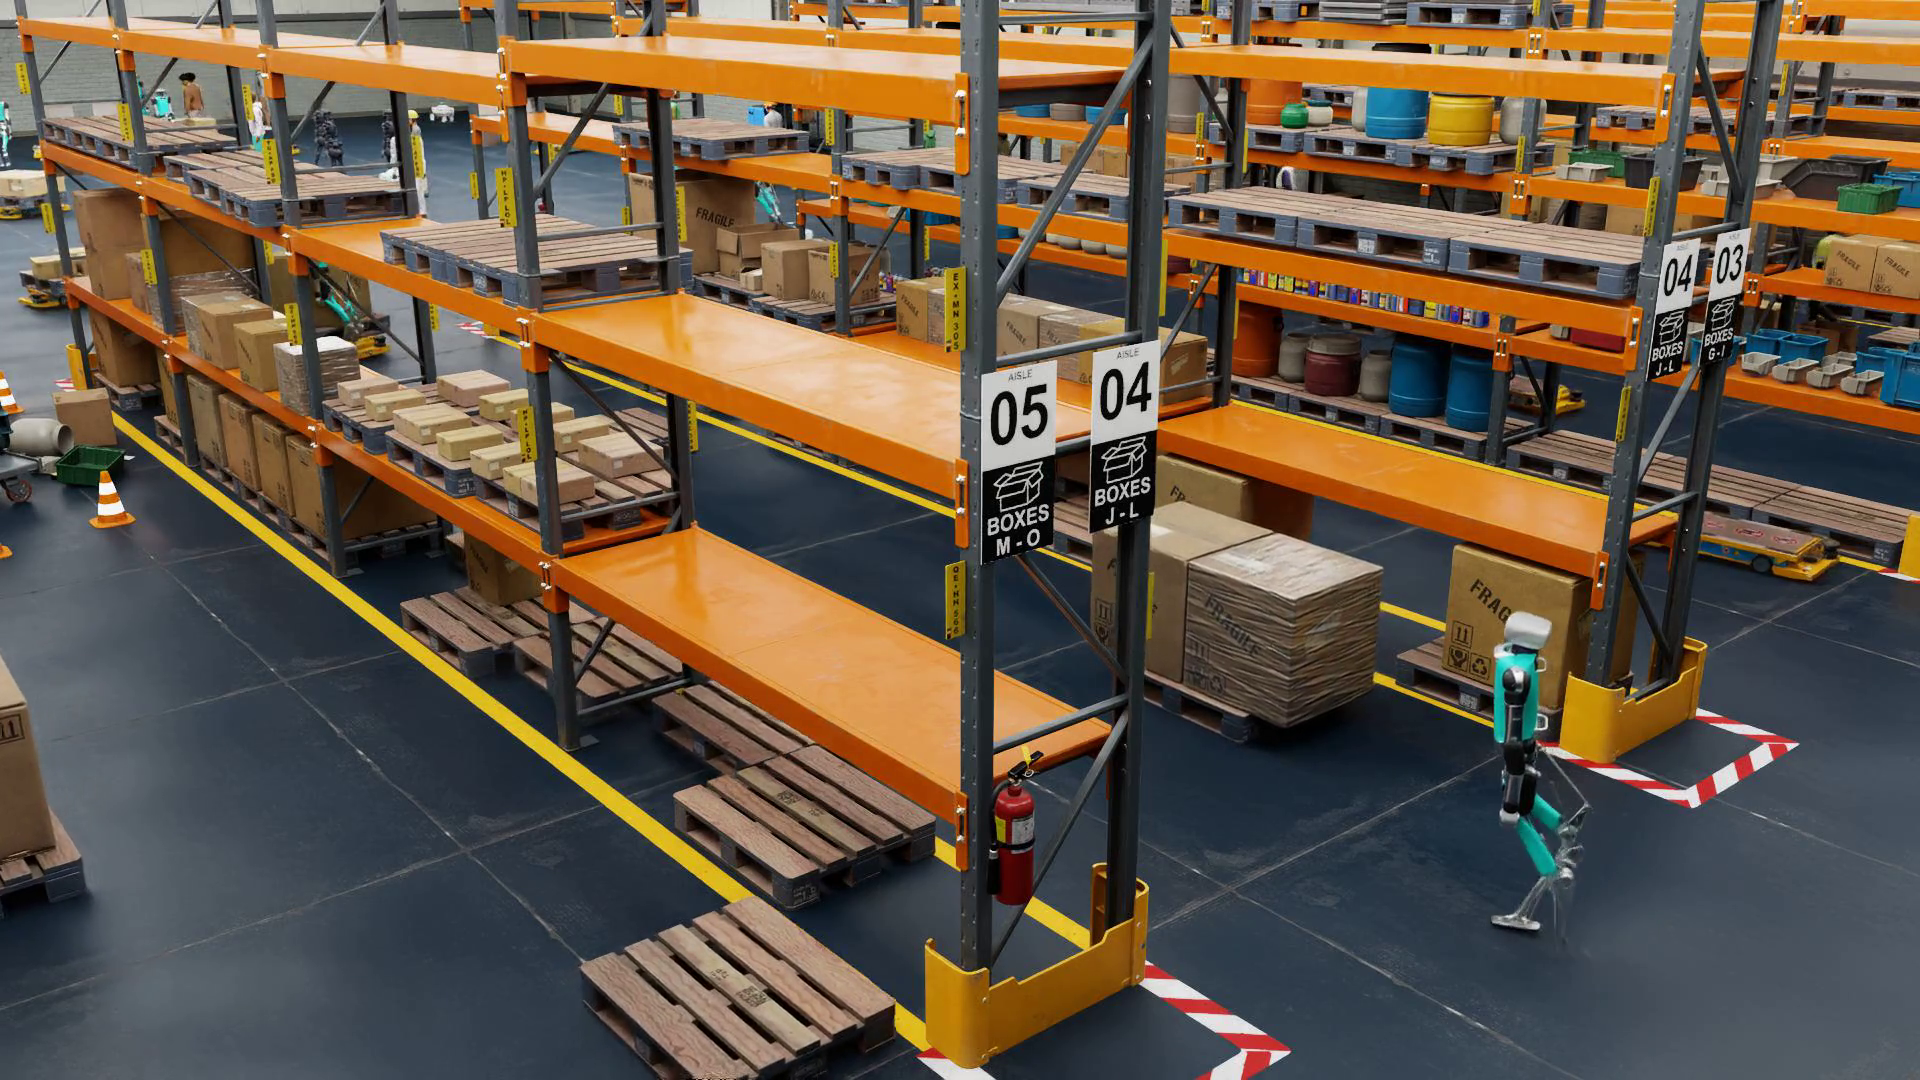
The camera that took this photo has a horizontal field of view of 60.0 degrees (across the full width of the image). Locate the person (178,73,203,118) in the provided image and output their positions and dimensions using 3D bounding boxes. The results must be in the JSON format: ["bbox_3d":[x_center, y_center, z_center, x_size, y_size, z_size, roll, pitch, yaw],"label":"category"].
[{"bbox_3d":[-20.386,-11.521,44.372,0.540,1.823,0.830,3,20,8],"label":"person"}]

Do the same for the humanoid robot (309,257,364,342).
[{"bbox_3d":[-7.548,-3.046,20.329,0.678,1.766,0.540,10,22,26],"label":"humanoid robot"}]

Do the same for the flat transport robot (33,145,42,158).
[{"bbox_3d":[-22.831,-9.735,41.642,0.659,0.231,1.431,-10,22,-26],"label":"flat transport robot"}]

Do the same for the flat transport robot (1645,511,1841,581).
[{"bbox_3d":[6.486,0.022,13.875,1.431,0.231,0.659,18,26,42],"label":"flat transport robot"}]

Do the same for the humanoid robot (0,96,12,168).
[{"bbox_3d":[-22.332,-9.452,38.656,0.553,1.745,1.028,-8,21,-22],"label":"humanoid robot"}]

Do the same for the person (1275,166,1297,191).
[{"bbox_3d":[5.330,-5.491,27.250,0.395,1.801,0.728,3,20,8],"label":"person"}]

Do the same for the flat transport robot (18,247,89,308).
[{"bbox_3d":[-12.821,-3.594,24.165,0.659,0.231,1.431,16,25,38],"label":"flat transport robot"}]

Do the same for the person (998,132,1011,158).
[{"bbox_3d":[0.869,-7.110,31.957,0.775,1.730,0.578,16,25,38],"label":"person"}]

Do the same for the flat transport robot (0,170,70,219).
[{"bbox_3d":[-18.023,-6.386,32.110,0.659,0.231,1.431,7,20,18],"label":"flat transport robot"}]

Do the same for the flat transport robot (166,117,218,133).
[{"bbox_3d":[-19.098,-9.658,41.422,0.659,0.231,1.431,-9,21,-23],"label":"flat transport robot"}]

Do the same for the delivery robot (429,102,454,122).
[{"bbox_3d":[-15.656,-12.922,50.288,0.771,0.599,0.519,12,23,32],"label":"delivery robot"}]

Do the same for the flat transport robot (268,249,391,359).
[{"bbox_3d":[-7.959,-2.474,20.978,1.431,0.231,0.659,10,22,26],"label":"flat transport robot"}]

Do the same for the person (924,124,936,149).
[{"bbox_3d":[-0.636,-7.396,32.778,0.325,1.732,0.464,15,24,36],"label":"person"}]

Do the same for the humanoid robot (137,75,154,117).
[{"bbox_3d":[-22.300,-11.888,45.585,0.547,1.760,0.970,4,20,11],"label":"humanoid robot"}]

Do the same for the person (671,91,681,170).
[{"bbox_3d":[-6.540,-9.367,38.043,0.388,1.971,0.478,-5,20,-13],"label":"person"}]

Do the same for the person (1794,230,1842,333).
[{"bbox_3d":[11.178,-3.370,21.403,0.538,1.676,0.650,-16,25,-38],"label":"person"}]

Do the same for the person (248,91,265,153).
[{"bbox_3d":[-15.780,-9.089,37.322,0.378,1.916,0.496,-12,23,-31],"label":"person"}]

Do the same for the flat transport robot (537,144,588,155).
[{"bbox_3d":[-10.027,-9.970,42.311,0.659,0.231,1.431,11,22,28],"label":"flat transport robot"}]

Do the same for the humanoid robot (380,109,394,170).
[{"bbox_3d":[-12.268,-8.420,35.769,0.337,1.656,0.601,2,19,6],"label":"humanoid robot"}]

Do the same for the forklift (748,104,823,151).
[{"bbox_3d":[-4.526,-11.368,42.374,1.129,2.768,1.873,-15,24,-37],"label":"forklift"}]

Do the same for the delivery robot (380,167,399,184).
[{"bbox_3d":[-11.941,-7.642,35.283,0.499,0.614,0.815,7,21,19],"label":"delivery robot"}]

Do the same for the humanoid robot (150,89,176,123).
[{"bbox_3d":[-18.887,-9.895,39.944,0.799,1.798,0.530,7,21,20],"label":"humanoid robot"}]

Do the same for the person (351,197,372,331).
[{"bbox_3d":[-7.810,-3.525,21.422,0.368,1.958,0.601,-10,21,-25],"label":"person"}]

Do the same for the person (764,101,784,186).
[{"bbox_3d":[-4.047,-8.599,35.976,0.387,1.889,0.574,15,24,36],"label":"person"}]

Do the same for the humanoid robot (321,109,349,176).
[{"bbox_3d":[-13.439,-8.450,35.869,0.468,1.648,0.618,2,19,7],"label":"humanoid robot"}]

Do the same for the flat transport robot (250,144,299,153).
[{"bbox_3d":[-17.484,-9.820,41.885,1.431,0.231,0.659,2,19,7],"label":"flat transport robot"}]

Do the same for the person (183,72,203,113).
[{"bbox_3d":[-21.499,-12.265,46.701,0.552,1.682,0.557,14,24,35],"label":"person"}]

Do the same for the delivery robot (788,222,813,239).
[{"bbox_3d":[-2.829,-4.982,27.673,0.743,0.587,0.525,-13,23,-32],"label":"delivery robot"}]

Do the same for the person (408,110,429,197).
[{"bbox_3d":[-11.235,-7.978,34.383,0.308,1.768,0.521,-9,21,-25],"label":"person"}]

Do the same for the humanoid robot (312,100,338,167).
[{"bbox_3d":[-14.744,-9.325,38.401,0.756,1.626,0.612,2,20,7],"label":"humanoid robot"}]

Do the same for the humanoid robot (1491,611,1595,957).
[{"bbox_3d":[2.950,1.283,8.242,0.741,1.899,0.553,6,20,17],"label":"humanoid robot"}]

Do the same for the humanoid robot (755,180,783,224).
[{"bbox_3d":[-3.303,-6.042,28.904,0.597,1.768,0.881,-14,24,-34],"label":"humanoid robot"}]

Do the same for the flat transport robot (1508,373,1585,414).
[{"bbox_3d":[6.215,-1.670,18.689,0.659,0.231,1.431,-13,23,-33],"label":"flat transport robot"}]

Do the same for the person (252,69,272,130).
[{"bbox_3d":[-20.017,-12.722,47.719,0.383,1.875,0.510,-10,22,-26],"label":"person"}]

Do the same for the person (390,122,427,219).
[{"bbox_3d":[-10.394,-6.960,31.324,0.624,1.870,0.385,-7,20,-19],"label":"person"}]
